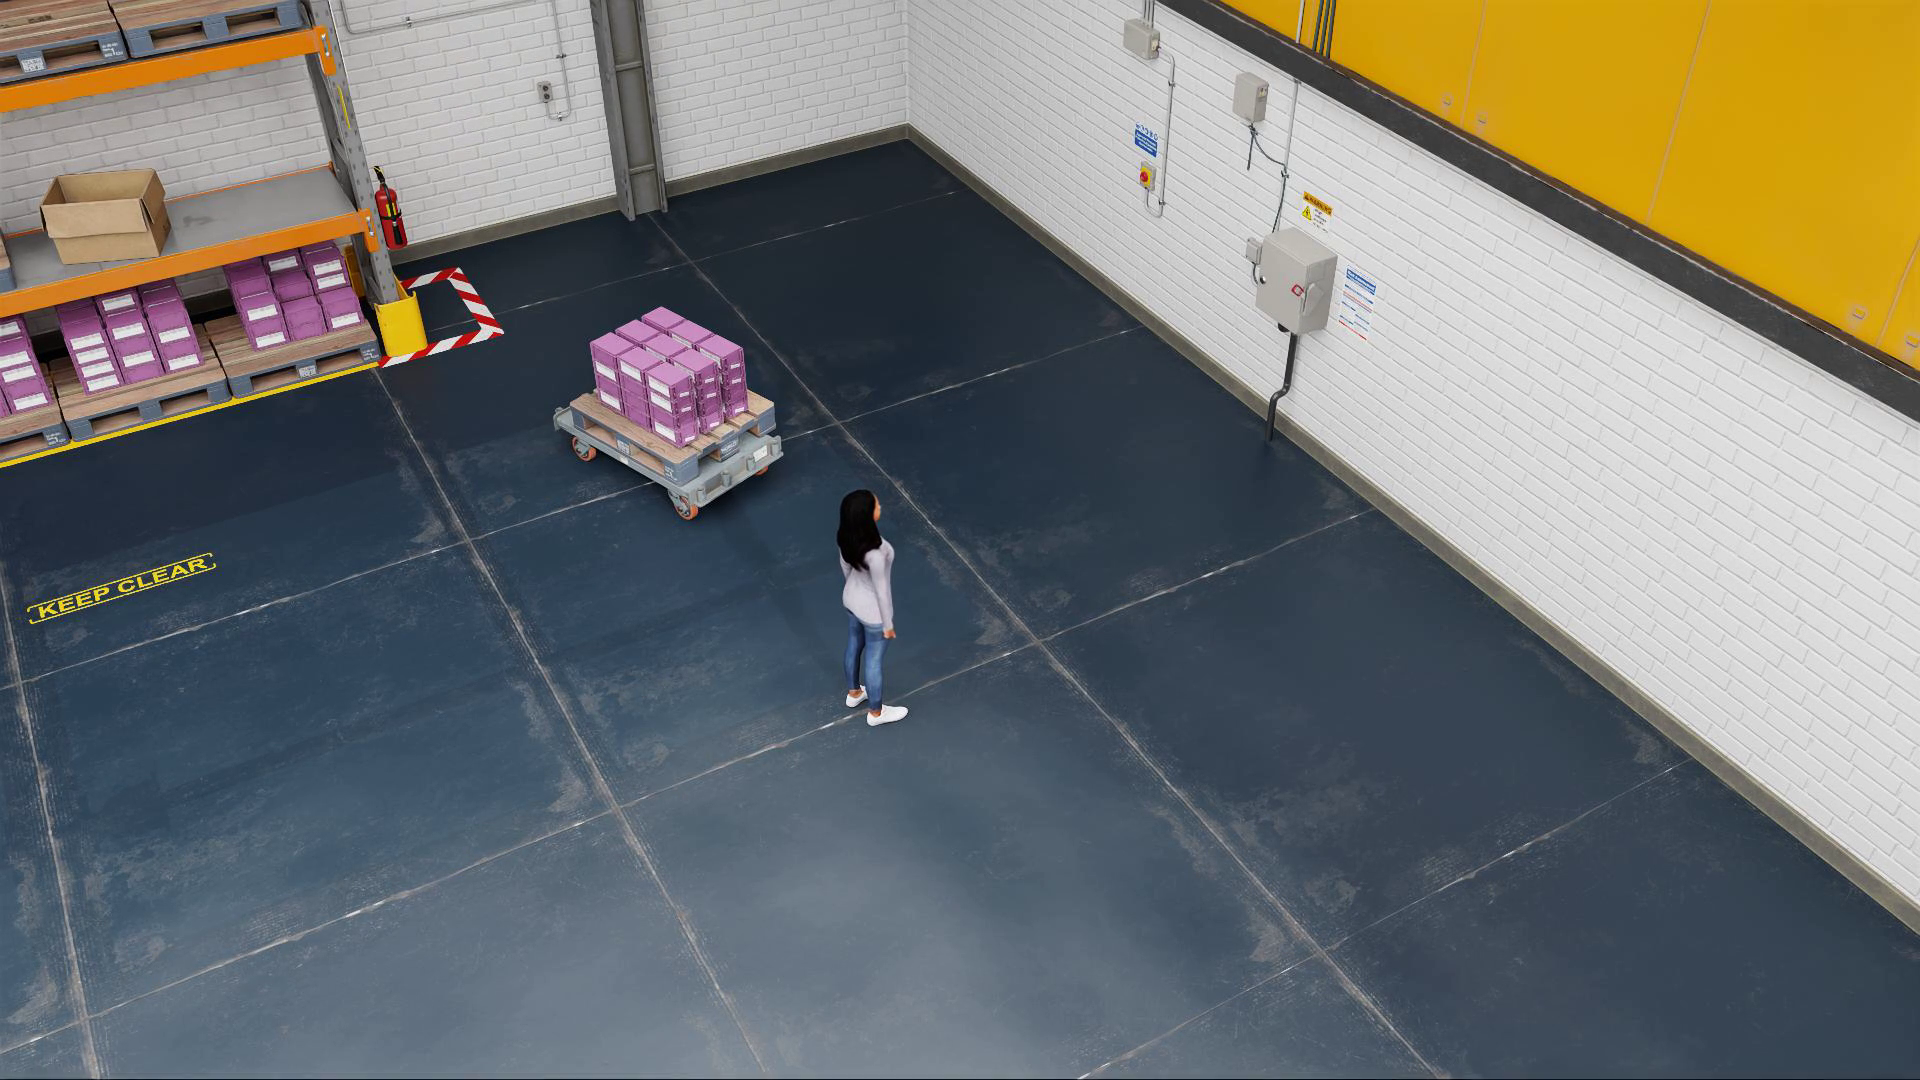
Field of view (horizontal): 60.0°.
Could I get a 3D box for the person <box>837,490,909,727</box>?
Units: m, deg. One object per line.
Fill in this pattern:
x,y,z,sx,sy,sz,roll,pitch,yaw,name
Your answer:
-0.581,0.411,10.176,0.548,1.736,0.620,-24,45,-27,person
